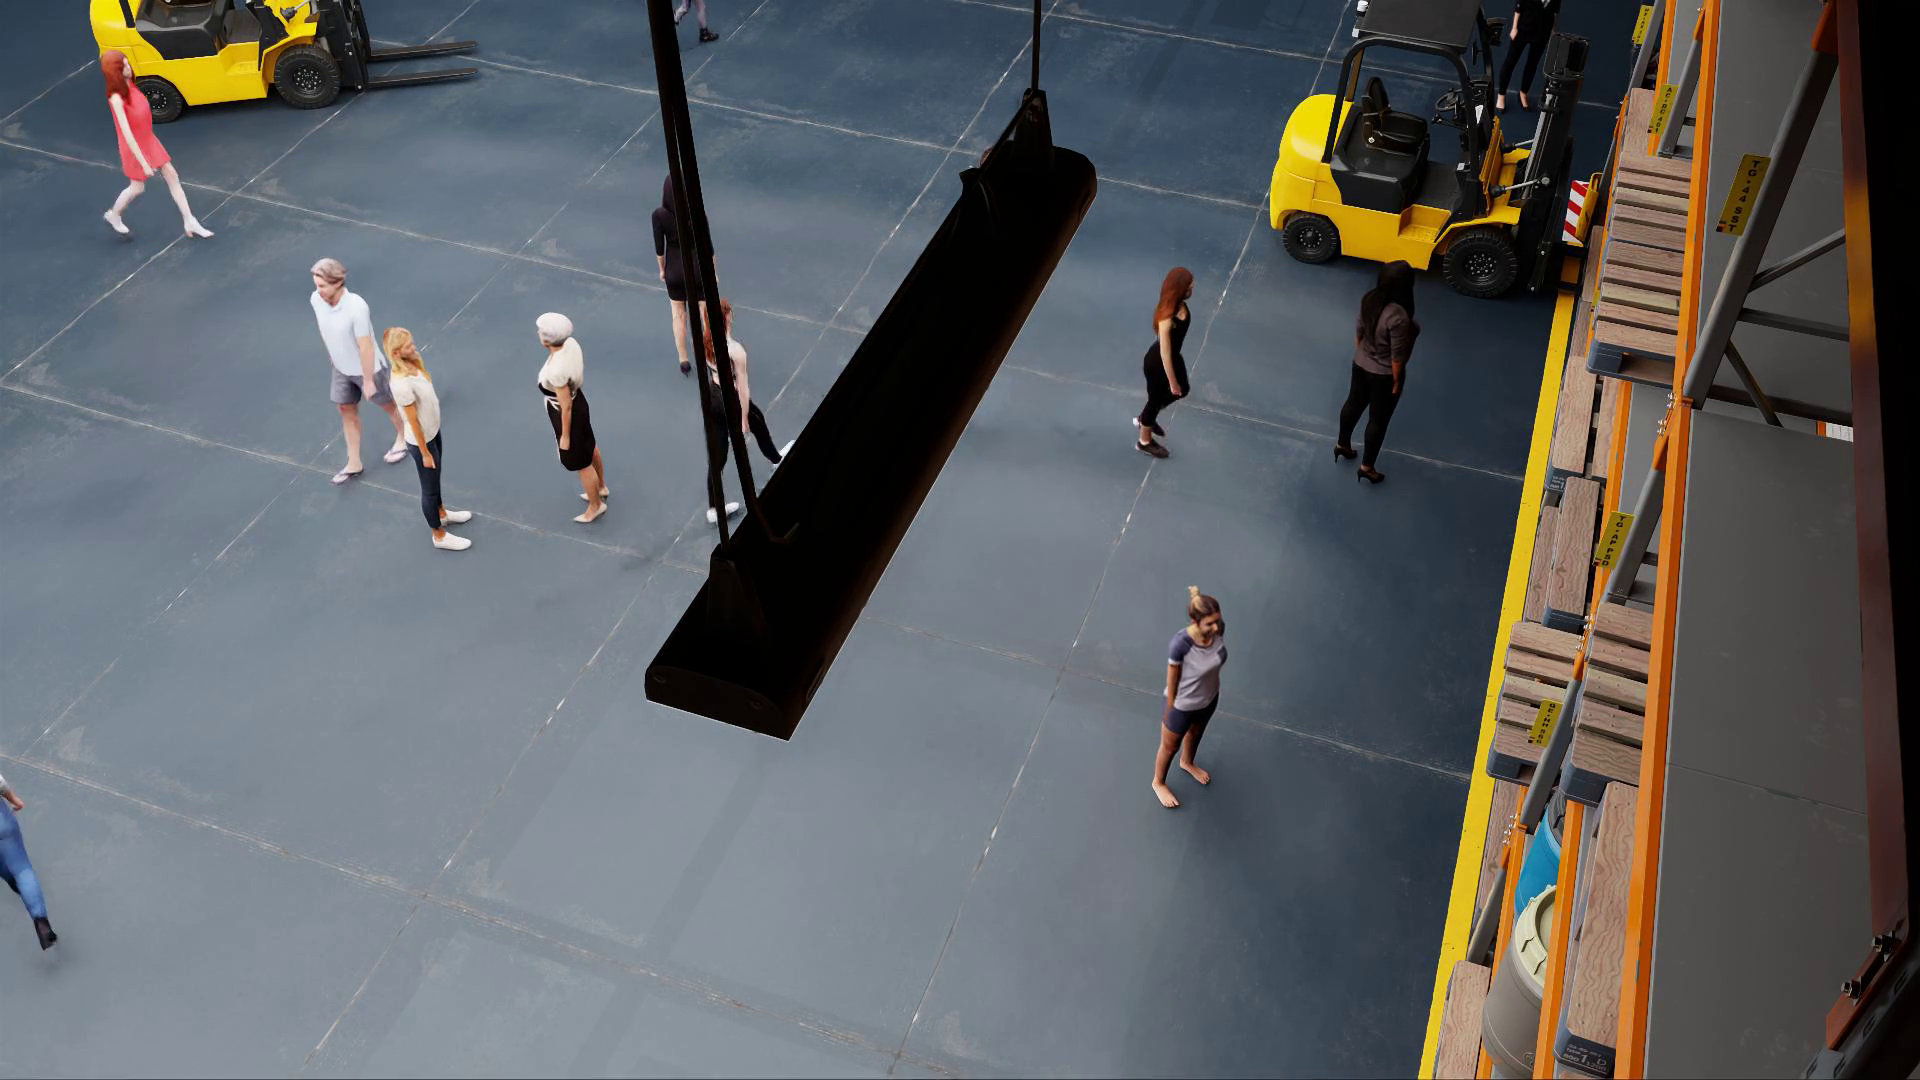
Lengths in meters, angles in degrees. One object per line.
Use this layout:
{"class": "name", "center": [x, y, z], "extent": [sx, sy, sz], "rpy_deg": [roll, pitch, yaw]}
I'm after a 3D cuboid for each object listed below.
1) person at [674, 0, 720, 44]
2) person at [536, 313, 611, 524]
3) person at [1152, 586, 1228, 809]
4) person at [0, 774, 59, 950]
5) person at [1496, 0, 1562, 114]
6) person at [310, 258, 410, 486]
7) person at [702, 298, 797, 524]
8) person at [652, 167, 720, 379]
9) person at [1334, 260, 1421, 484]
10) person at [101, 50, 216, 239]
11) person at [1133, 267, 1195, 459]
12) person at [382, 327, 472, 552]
{"class": "person", "center": [-2.826, -5.653, 17.004], "extent": [0.889, 1.266, 0.741], "rpy_deg": [-27, 50, -26]}
{"class": "person", "center": [-2.692, -0.845, 11.604], "extent": [0.757, 1.754, 0.578], "rpy_deg": [2, 44, 2]}
{"class": "person", "center": [1.366, 0.917, 9.848], "extent": [0.642, 1.624, 0.737], "rpy_deg": [-27, 50, -26]}
{"class": "person", "center": [-5.343, 1.623, 9.124], "extent": [1.057, 1.600, 1.062], "rpy_deg": [-23, 48, -22]}
{"class": "person", "center": [5.478, -4.899, 15.926], "extent": [0.684, 1.661, 0.693], "rpy_deg": [-4, 44, -4]}
{"class": "person", "center": [-4.284, -1.312, 12.053], "extent": [0.732, 1.810, 0.953], "rpy_deg": [18, 46, 18]}
{"class": "person", "center": [-1.689, -0.867, 11.669], "extent": [0.866, 1.696, 1.243], "rpy_deg": [31, 51, 28]}
{"class": "person", "center": [-2.099, -2.032, 12.814], "extent": [0.657, 1.802, 0.602], "rpy_deg": [2, 44, 2]}
{"class": "person", "center": [2.985, -1.207, 11.921], "extent": [0.803, 1.841, 0.749], "rpy_deg": [-19, 47, -19]}
{"class": "person", "center": [-7.070, -3.305, 14.160], "extent": [0.942, 1.789, 1.152], "rpy_deg": [0, 44, 0]}
{"class": "person", "center": [1.401, -1.303, 12.114], "extent": [0.678, 1.713, 0.612], "rpy_deg": [14, 45, 14]}
{"class": "person", "center": [-3.693, -0.709, 11.421], "extent": [0.734, 1.809, 0.610], "rpy_deg": [-7, 44, -8]}
